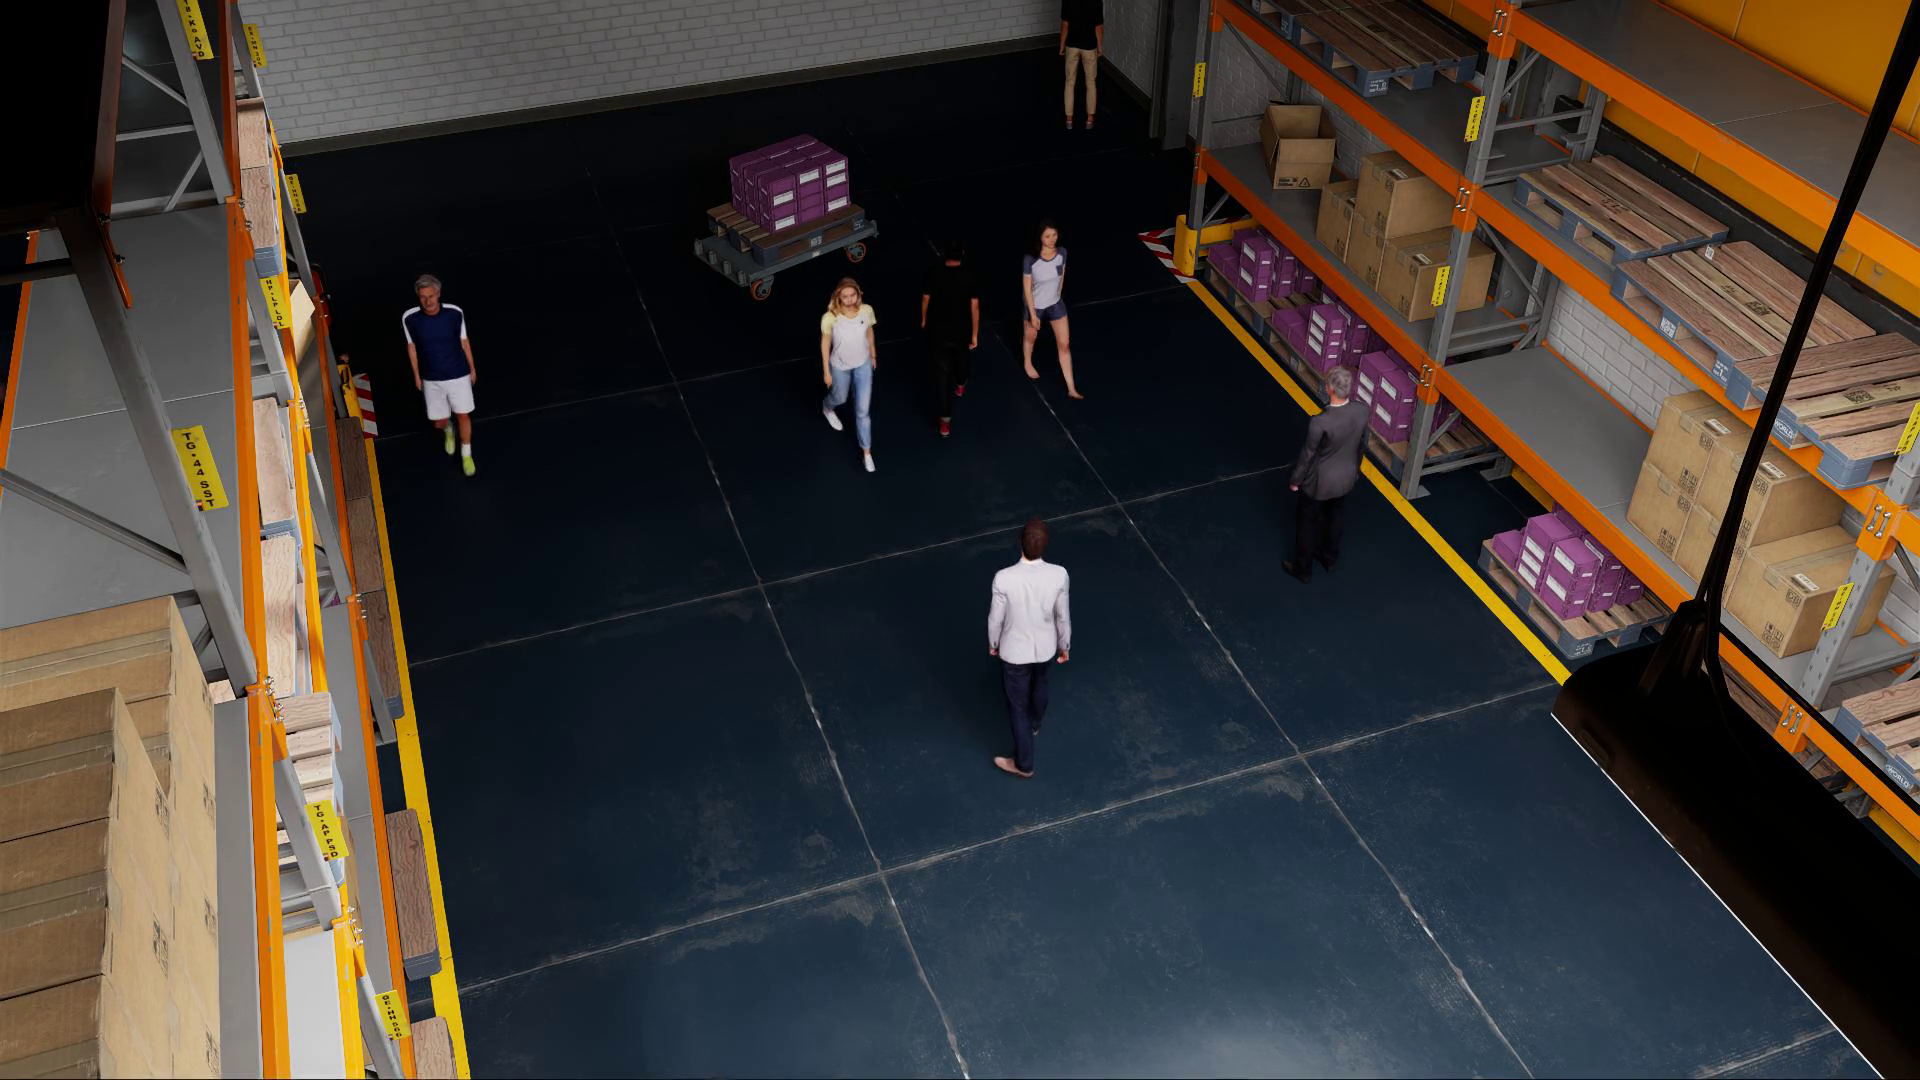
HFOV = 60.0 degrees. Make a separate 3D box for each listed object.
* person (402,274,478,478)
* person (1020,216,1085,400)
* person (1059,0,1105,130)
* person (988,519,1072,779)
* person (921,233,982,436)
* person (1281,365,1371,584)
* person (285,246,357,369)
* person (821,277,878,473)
[{"bbox_3d":[-4.166,-1.384,13.427,0.640,1.830,0.739,-12,40,-14],"label":"person"},{"bbox_3d":[0.678,-2.073,14.423,0.616,1.663,1.071,-16,41,-19],"label":"person"},{"bbox_3d":[1.355,-5.501,18.559,0.715,1.859,0.700,5,39,7],"label":"person"},{"bbox_3d":[0.446,0.739,10.784,0.728,1.811,0.903,-13,41,-16],"label":"person"},{"bbox_3d":[-0.089,-1.688,13.902,0.879,1.712,1.218,-2,39,-2],"label":"person"},{"bbox_3d":[2.720,-0.469,12.280,0.782,1.831,0.676,-19,42,-22],"label":"person"},{"bbox_3d":[-5.767,-2.104,14.457,0.699,1.670,1.067,-14,41,-17],"label":"person"},{"bbox_3d":[-0.953,-1.458,13.640,0.713,1.681,1.170,-18,42,-21],"label":"person"}]
